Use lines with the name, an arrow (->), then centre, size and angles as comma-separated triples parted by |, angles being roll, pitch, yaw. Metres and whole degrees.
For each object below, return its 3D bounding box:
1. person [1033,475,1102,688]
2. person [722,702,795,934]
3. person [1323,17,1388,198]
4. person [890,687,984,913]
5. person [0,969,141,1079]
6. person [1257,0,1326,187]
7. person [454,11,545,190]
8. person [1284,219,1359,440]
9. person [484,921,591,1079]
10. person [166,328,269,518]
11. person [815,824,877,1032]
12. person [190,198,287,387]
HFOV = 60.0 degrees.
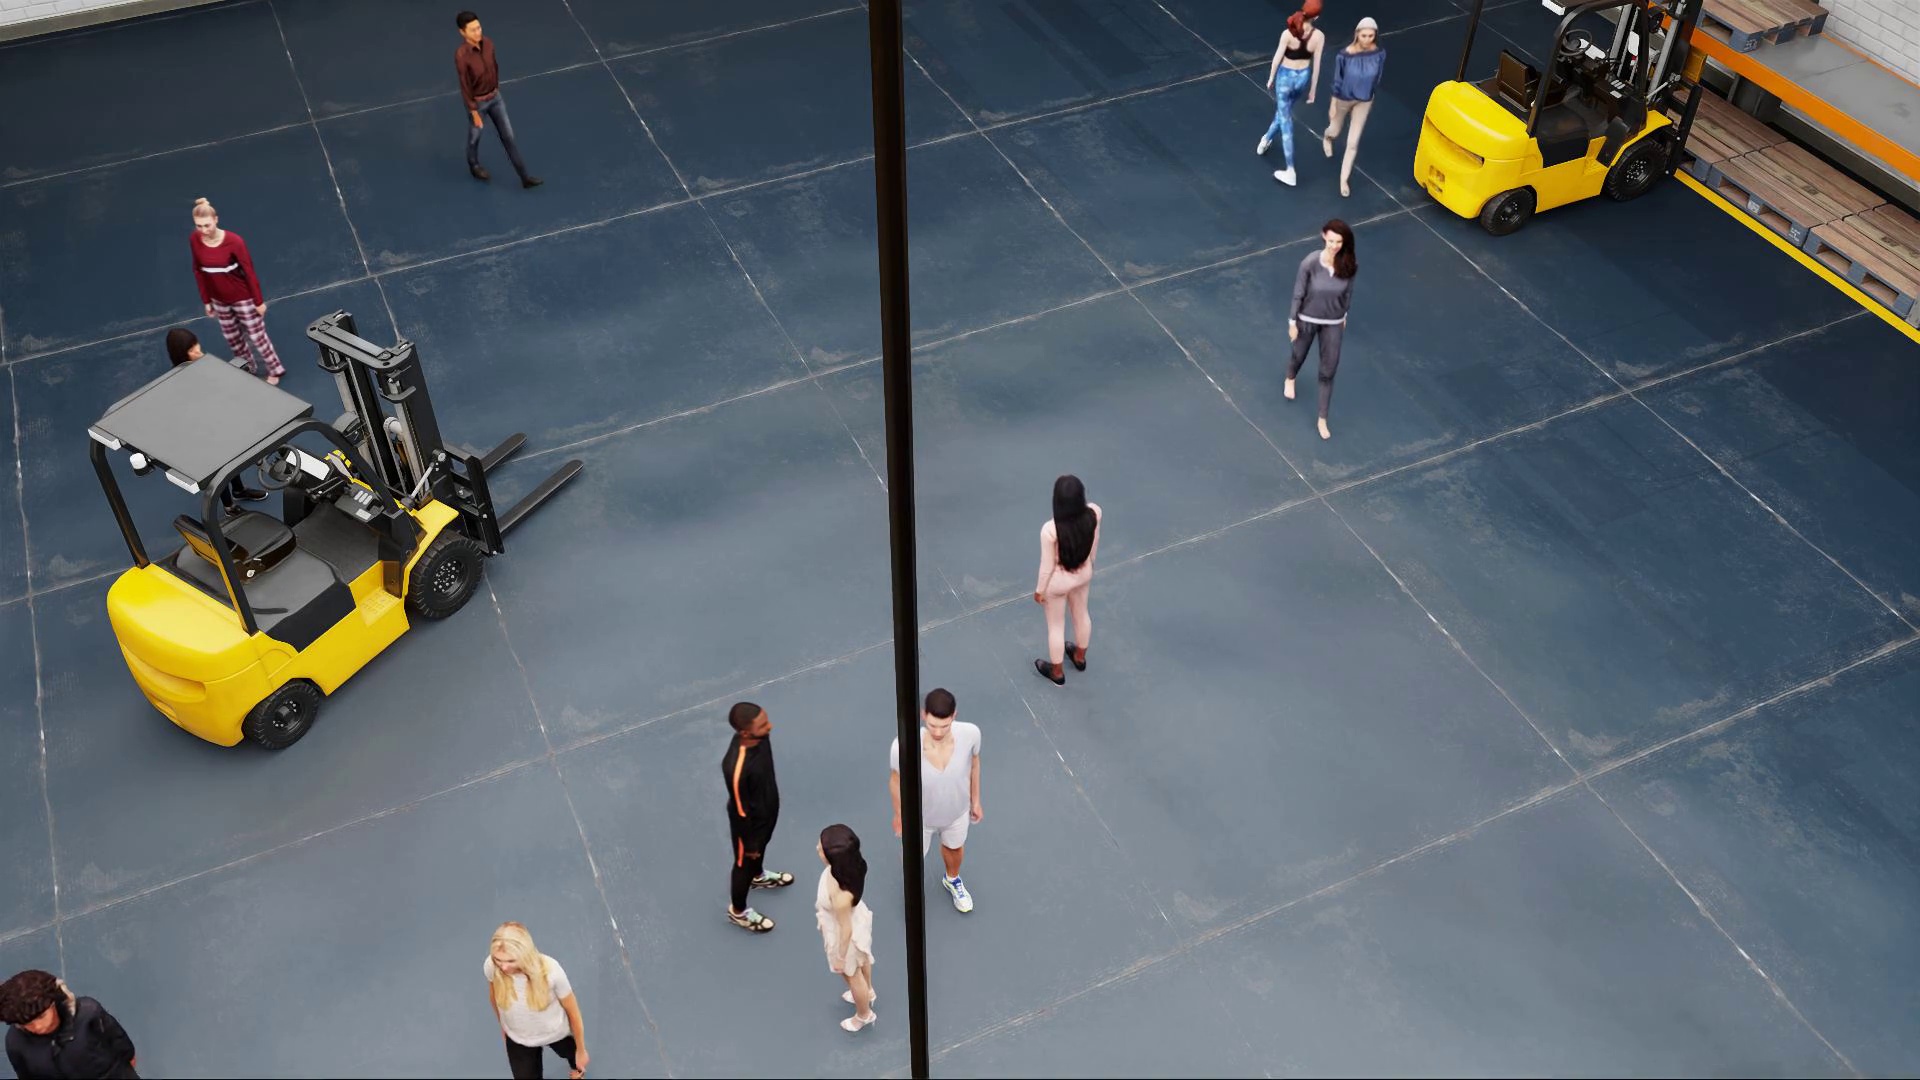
person -> 0.694, 0.256, 10.789 | 0.656, 1.719, 0.569 | -25, 49, -24
person -> -1.183, 1.533, 9.388 | 0.786, 1.802, 0.707 | 10, 45, 11
person -> 3.607, -4.082, 15.384 | 0.900, 1.670, 1.149 | 0, 44, 0
person -> -0.137, 1.478, 9.412 | 0.712, 1.848, 0.620 | -11, 45, -11
person -> -4.346, 2.630, 8.264 | 0.648, 1.763, 0.614 | -23, 48, -22
person -> 3.093, -4.100, 15.359 | 0.703, 1.732, 1.088 | -12, 45, -12
person -> -4.458, -4.035, 15.286 | 1.227, 1.729, 1.035 | 25, 49, 24
person -> 2.748, -1.733, 12.869 | 0.904, 1.729, 1.135 | -1, 44, -1
person -> -2.101, 2.410, 8.473 | 0.939, 1.794, 1.161 | 0, 44, 0
person -> -5.418, -0.860, 12.015 | 0.689, 1.643, 0.592 | 5, 44, 6
person -> -0.591, 2.082, 8.860 | 0.725, 1.734, 0.615 | 2, 44, 2
person -> -5.724, -1.928, 13.097 | 0.694, 1.697, 0.677 | 2, 44, 2
